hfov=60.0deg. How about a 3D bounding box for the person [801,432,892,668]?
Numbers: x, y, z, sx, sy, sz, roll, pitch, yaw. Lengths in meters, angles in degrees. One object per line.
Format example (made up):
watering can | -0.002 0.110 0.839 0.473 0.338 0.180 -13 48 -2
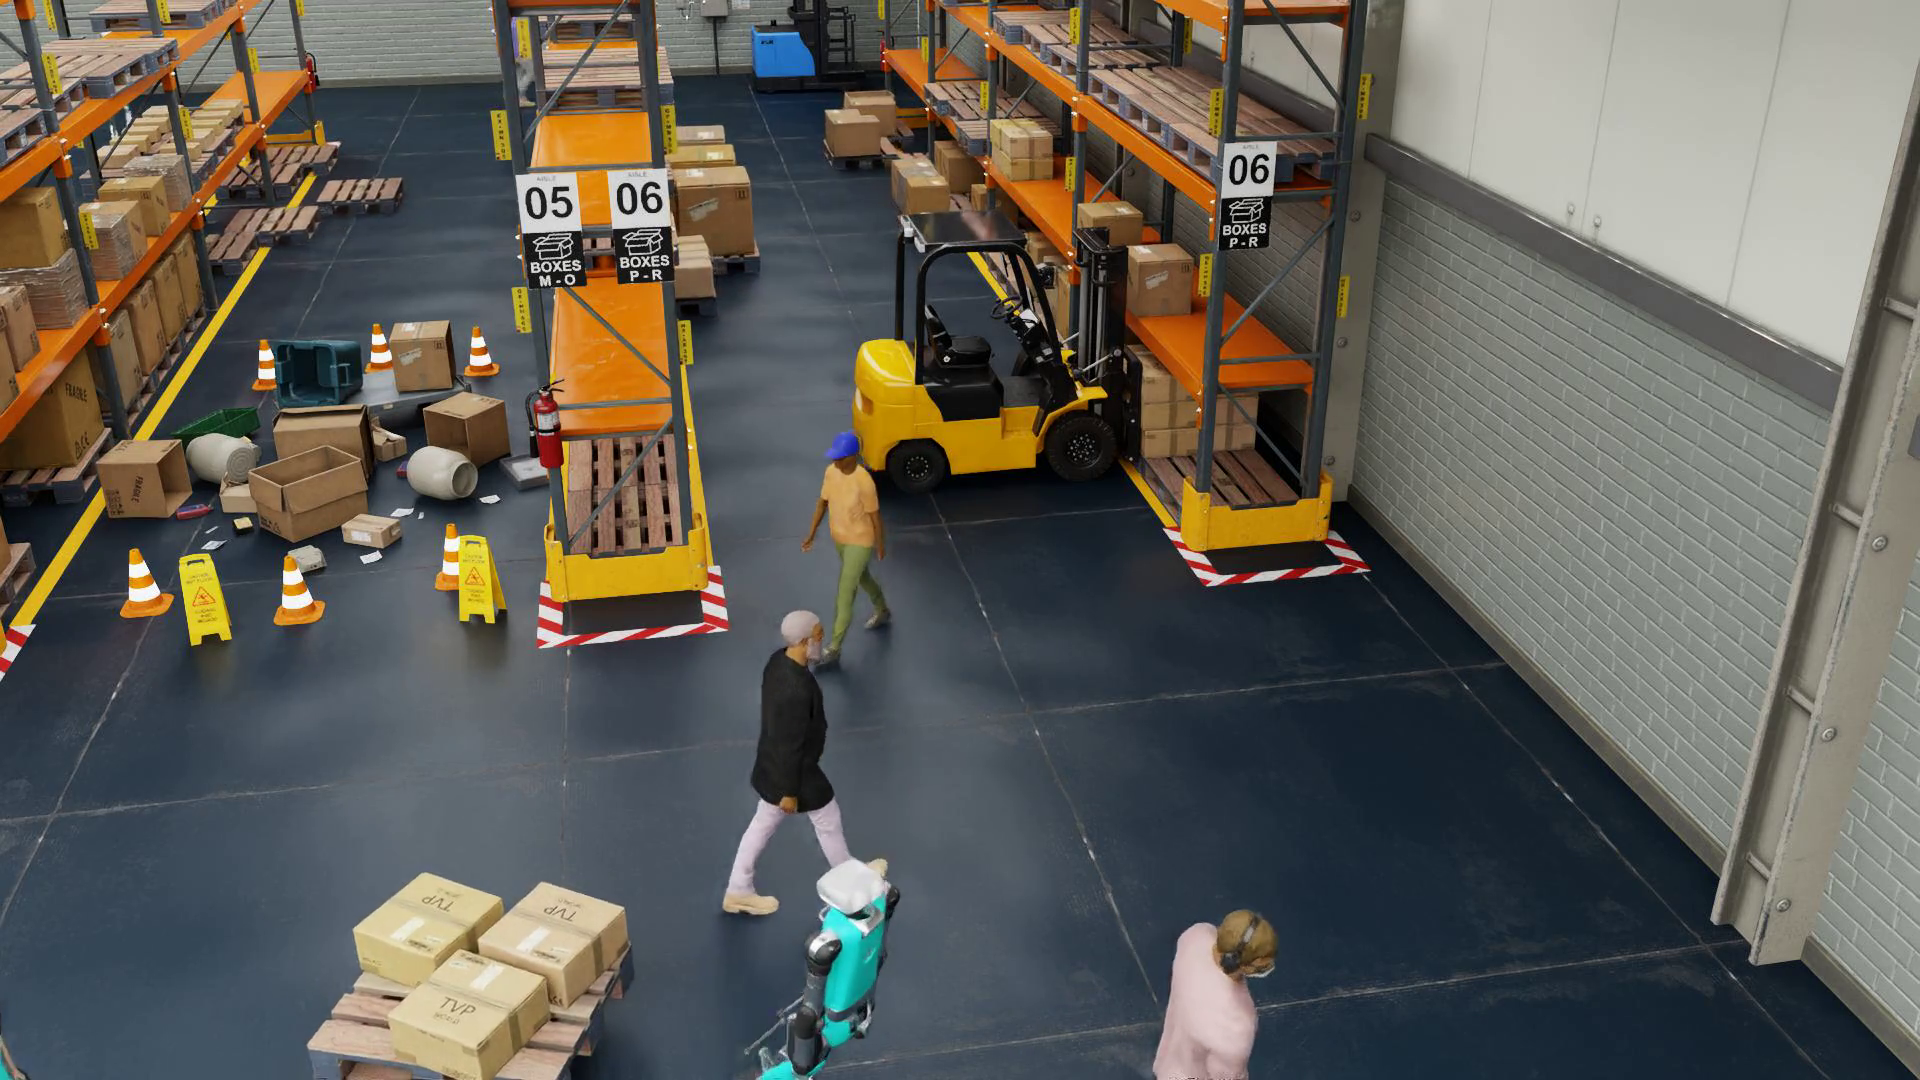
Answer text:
person | -0.752 -0.002 11.512 0.435 1.660 0.927 23 34 39

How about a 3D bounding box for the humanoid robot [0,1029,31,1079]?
humanoid robot | -3.446 2.438 6.346 0.988 1.730 0.554 -2 26 -4

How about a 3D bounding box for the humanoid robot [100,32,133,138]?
humanoid robot | -13.488 -7.227 26.535 0.553 1.816 0.901 -23 34 -39

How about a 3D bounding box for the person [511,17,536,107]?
person | -7.643 -8.434 28.950 0.464 1.782 0.576 -9 27 -17

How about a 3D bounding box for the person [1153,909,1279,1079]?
person | 0.992 2.208 6.658 0.439 1.893 0.673 -1 26 -1

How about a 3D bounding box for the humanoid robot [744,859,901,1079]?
humanoid robot | -0.664 2.068 7.152 0.804 1.780 0.531 16 30 29

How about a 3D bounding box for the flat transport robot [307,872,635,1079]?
flat transport robot | -2.313 2.419 8.090 0.659 0.231 1.431 5 26 10

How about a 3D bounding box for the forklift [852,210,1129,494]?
forklift | 0.216 -1.659 14.366 2.313 2.155 1.214 -5 26 -10

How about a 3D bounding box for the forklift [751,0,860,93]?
forklift | -2.872 -9.679 30.288 1.873 2.768 1.129 -5 26 -10

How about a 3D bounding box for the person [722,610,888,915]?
person | -0.880 1.195 8.874 0.933 1.813 0.537 -10 28 -21
